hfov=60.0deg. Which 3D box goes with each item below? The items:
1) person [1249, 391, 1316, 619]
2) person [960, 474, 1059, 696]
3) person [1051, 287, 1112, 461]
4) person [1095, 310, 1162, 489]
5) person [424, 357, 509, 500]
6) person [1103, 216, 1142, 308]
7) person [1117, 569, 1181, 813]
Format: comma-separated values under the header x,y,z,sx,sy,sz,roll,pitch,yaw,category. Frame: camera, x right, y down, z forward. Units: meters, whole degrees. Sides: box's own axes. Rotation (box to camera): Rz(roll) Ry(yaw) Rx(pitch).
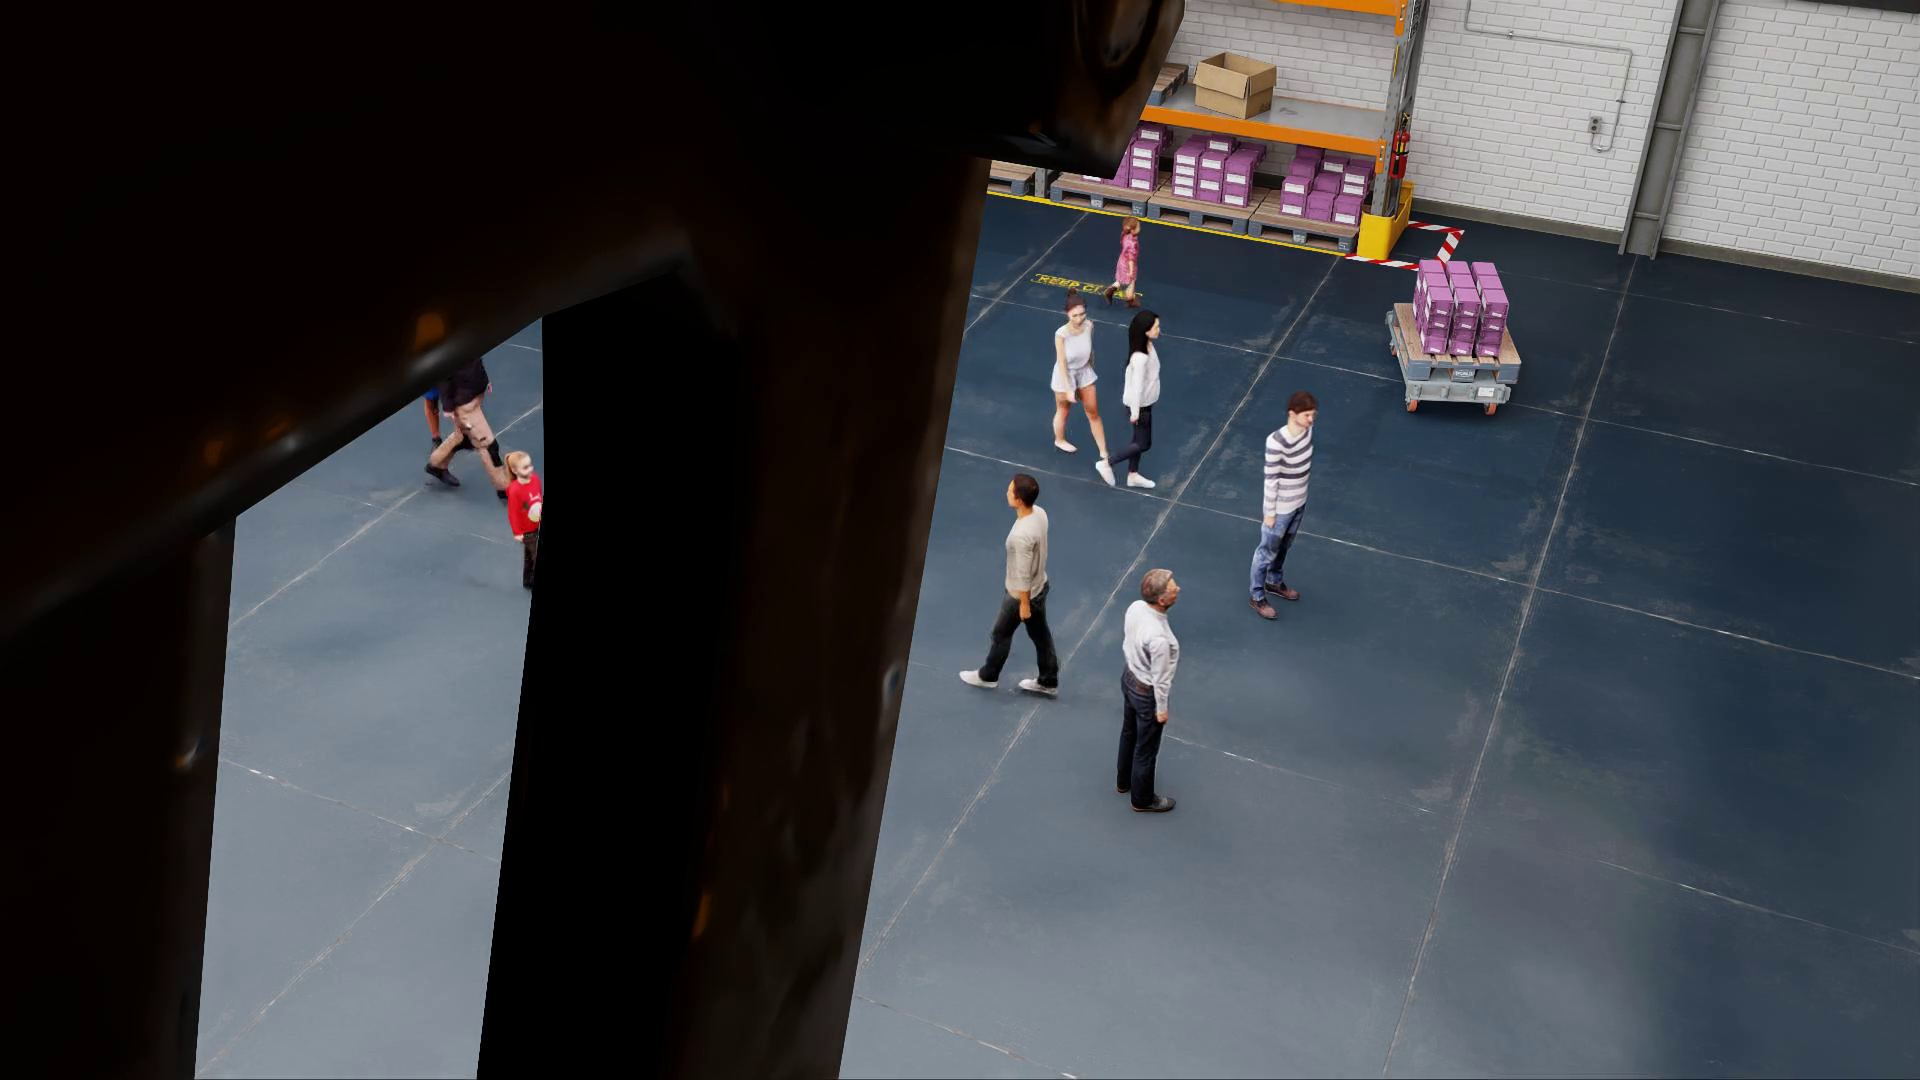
x,y,z,sx,sy,sz,roll,pitch,yaw,category
2.438,-0.300,12.546,0.642,1.850,0.707,27,42,34,person
0.554,0.358,11.613,0.986,1.787,0.774,9,35,14,person
0.931,-1.459,14.503,0.886,1.615,0.997,-21,39,-29,person
1.421,-1.169,13.997,0.827,1.691,0.732,5,34,8,person
-4.191,-1.195,13.852,1.294,1.895,0.968,3,34,4,person
1.689,-2.858,17.153,0.699,1.011,0.627,-9,35,-13,person
1.199,0.946,10.699,0.783,1.819,0.734,-10,35,-14,person
